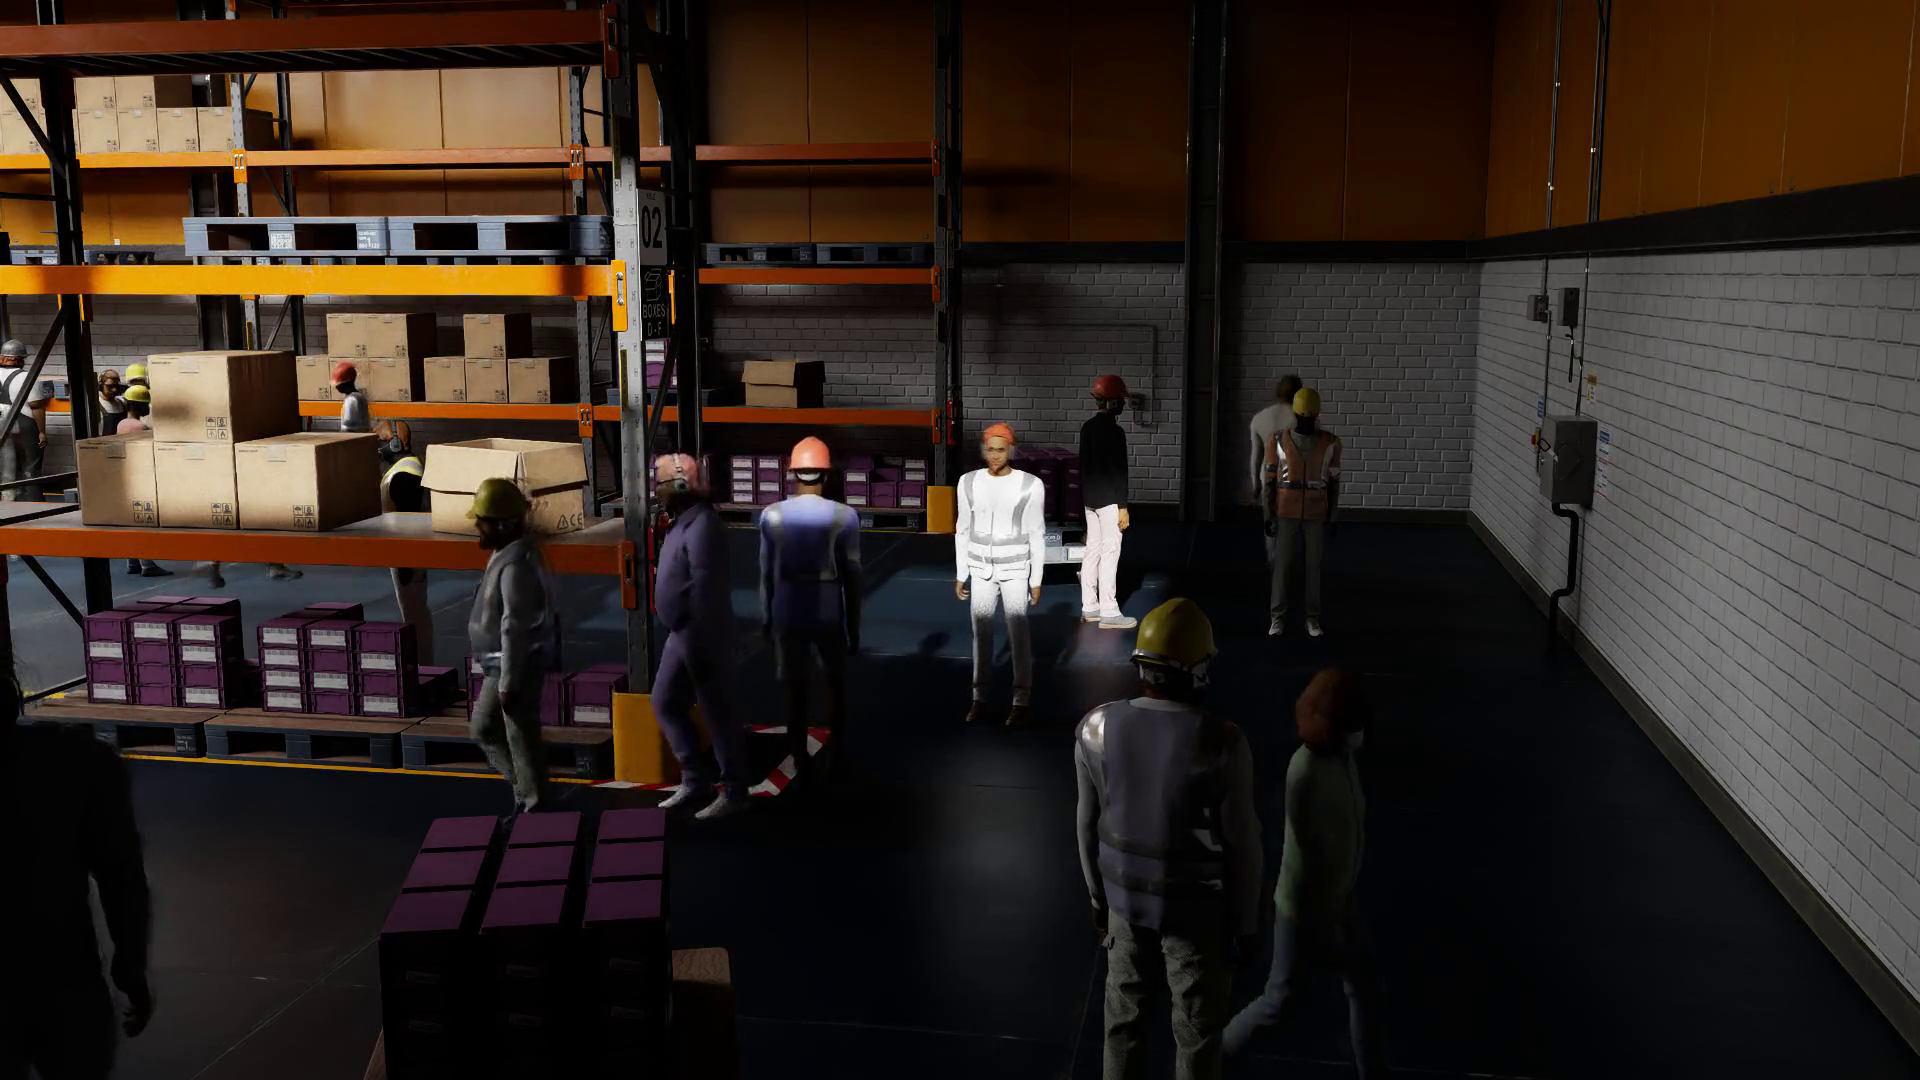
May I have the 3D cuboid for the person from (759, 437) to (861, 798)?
[{"bbox_3d":[-0.810,0.393,9.047,0.562,1.903,0.770,0,9,0],"label":"person"}]

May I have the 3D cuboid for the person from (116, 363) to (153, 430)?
[{"bbox_3d":[-8.989,-1.052,18.355,0.864,1.800,0.604,8,12,43],"label":"person"}]

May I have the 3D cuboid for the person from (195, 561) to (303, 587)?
[{"bbox_3d":[-6.388,-0.537,14.820,0.851,1.913,0.568,-4,10,-25],"label":"person"}]

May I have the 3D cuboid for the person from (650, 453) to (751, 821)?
[{"bbox_3d":[-1.358,0.500,8.471,0.601,1.876,0.783,-3,10,-19],"label":"person"}]

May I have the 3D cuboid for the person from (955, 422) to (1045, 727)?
[{"bbox_3d":[0.248,0.211,10.281,0.578,1.879,0.349,3,10,20],"label":"person"}]

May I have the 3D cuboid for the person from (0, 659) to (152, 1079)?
[{"bbox_3d":[-2.512,1.150,4.422,0.651,1.905,0.731,-5,11,-30],"label":"person"}]

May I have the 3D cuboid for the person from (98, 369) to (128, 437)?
[{"bbox_3d":[-8.403,-0.769,16.487,0.351,1.838,0.507,3,10,18],"label":"person"}]

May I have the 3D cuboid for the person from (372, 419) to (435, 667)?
[{"bbox_3d":[-3.714,0.103,11.110,0.430,1.835,0.621,-3,10,-21],"label":"person"}]

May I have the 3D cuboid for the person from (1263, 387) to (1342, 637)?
[{"bbox_3d":[2.620,-0.211,12.757,0.586,1.923,0.371,1,9,4],"label":"person"}]

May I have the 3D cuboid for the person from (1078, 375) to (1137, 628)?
[{"bbox_3d":[1.159,-0.304,13.110,0.382,1.993,0.622,-4,10,-24],"label":"person"}]

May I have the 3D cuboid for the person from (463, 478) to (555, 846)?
[{"bbox_3d":[-2.179,0.599,8.050,0.431,1.816,0.615,-3,10,-17],"label":"person"}]

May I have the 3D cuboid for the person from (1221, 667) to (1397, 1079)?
[{"bbox_3d":[1.110,1.161,5.317,0.778,1.586,0.511,5,11,30],"label":"person"}]

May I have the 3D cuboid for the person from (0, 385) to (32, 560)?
[{"bbox_3d":[-9.213,-0.671,15.881,0.552,1.838,0.775,-1,9,-4],"label":"person"}]

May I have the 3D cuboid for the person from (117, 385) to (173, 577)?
[{"bbox_3d":[-7.542,-0.542,15.319,0.523,1.762,0.328,7,12,39],"label":"person"}]

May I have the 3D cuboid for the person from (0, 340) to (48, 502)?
[{"bbox_3d":[-10.663,-1.258,18.890,0.688,2.000,0.536,1,9,6],"label":"person"}]

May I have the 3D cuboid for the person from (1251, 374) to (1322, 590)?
[{"bbox_3d":[2.809,-0.482,14.456,0.626,1.922,0.540,5,10,27],"label":"person"}]

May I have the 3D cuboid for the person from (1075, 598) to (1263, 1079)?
[{"bbox_3d":[0.640,1.079,5.030,0.590,1.833,0.404,6,11,32],"label":"person"}]

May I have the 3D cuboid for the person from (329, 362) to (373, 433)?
[{"bbox_3d":[-6.338,-0.895,17.163,0.893,1.871,0.567,-3,10,-16],"label":"person"}]
